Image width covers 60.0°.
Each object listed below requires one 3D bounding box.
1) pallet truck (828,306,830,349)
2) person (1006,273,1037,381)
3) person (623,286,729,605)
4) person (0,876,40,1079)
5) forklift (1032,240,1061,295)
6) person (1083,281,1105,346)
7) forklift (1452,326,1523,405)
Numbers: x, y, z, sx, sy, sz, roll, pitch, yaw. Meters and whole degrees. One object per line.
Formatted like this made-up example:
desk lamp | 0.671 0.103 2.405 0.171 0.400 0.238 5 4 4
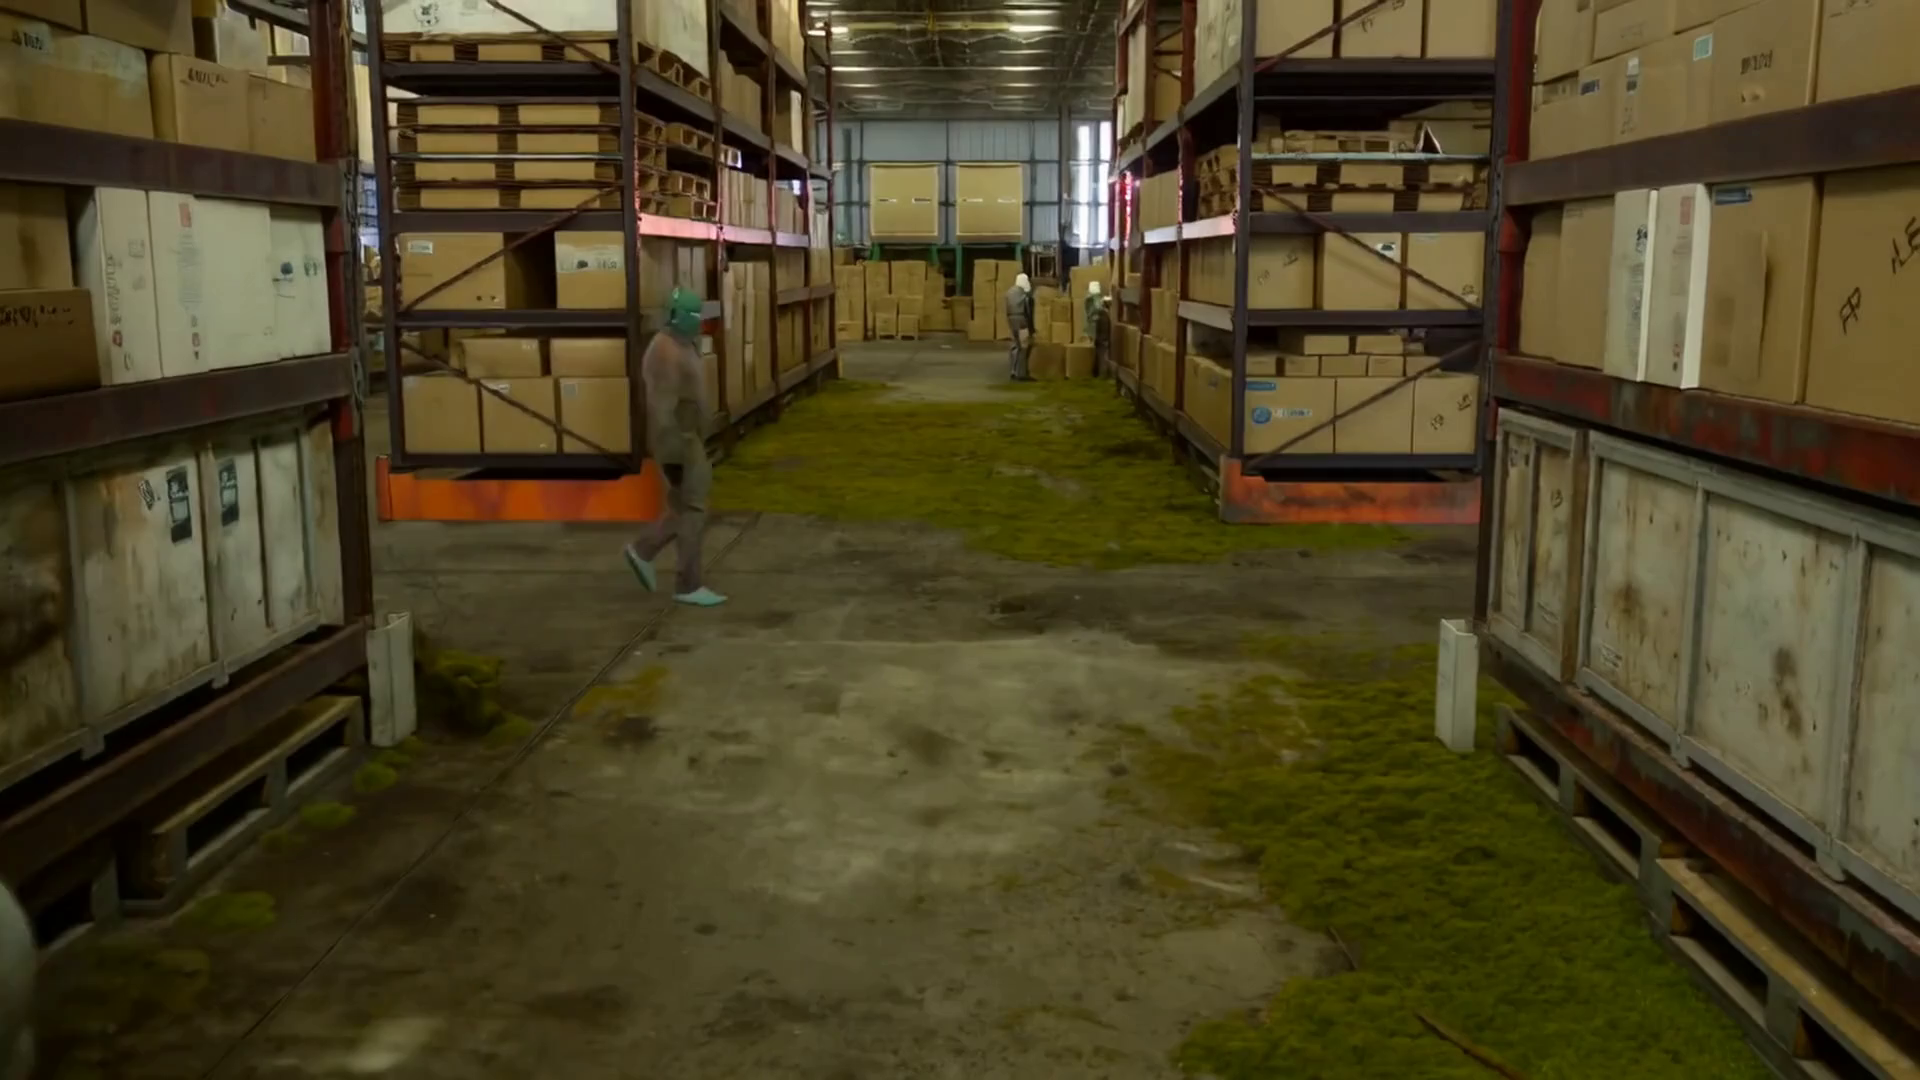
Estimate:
pallet truck | -3.100 -3.940 29.800 1.885 1.965 0.823 3 10 19
person | 1.070 -3.649 28.524 0.429 1.841 0.633 -7 12 -37
person | -1.681 -0.546 9.798 0.547 1.886 0.660 0 9 -1
person | -1.100 0.828 1.514 0.631 1.917 0.870 0 9 2
forklift | 3.172 -9.648 61.356 1.129 2.768 1.873 0 9 1
person | 2.764 -4.493 34.182 0.514 1.641 0.309 -6 11 -34
forklift | 7.154 -3.355 23.658 1.873 2.768 1.129 0 9 1
